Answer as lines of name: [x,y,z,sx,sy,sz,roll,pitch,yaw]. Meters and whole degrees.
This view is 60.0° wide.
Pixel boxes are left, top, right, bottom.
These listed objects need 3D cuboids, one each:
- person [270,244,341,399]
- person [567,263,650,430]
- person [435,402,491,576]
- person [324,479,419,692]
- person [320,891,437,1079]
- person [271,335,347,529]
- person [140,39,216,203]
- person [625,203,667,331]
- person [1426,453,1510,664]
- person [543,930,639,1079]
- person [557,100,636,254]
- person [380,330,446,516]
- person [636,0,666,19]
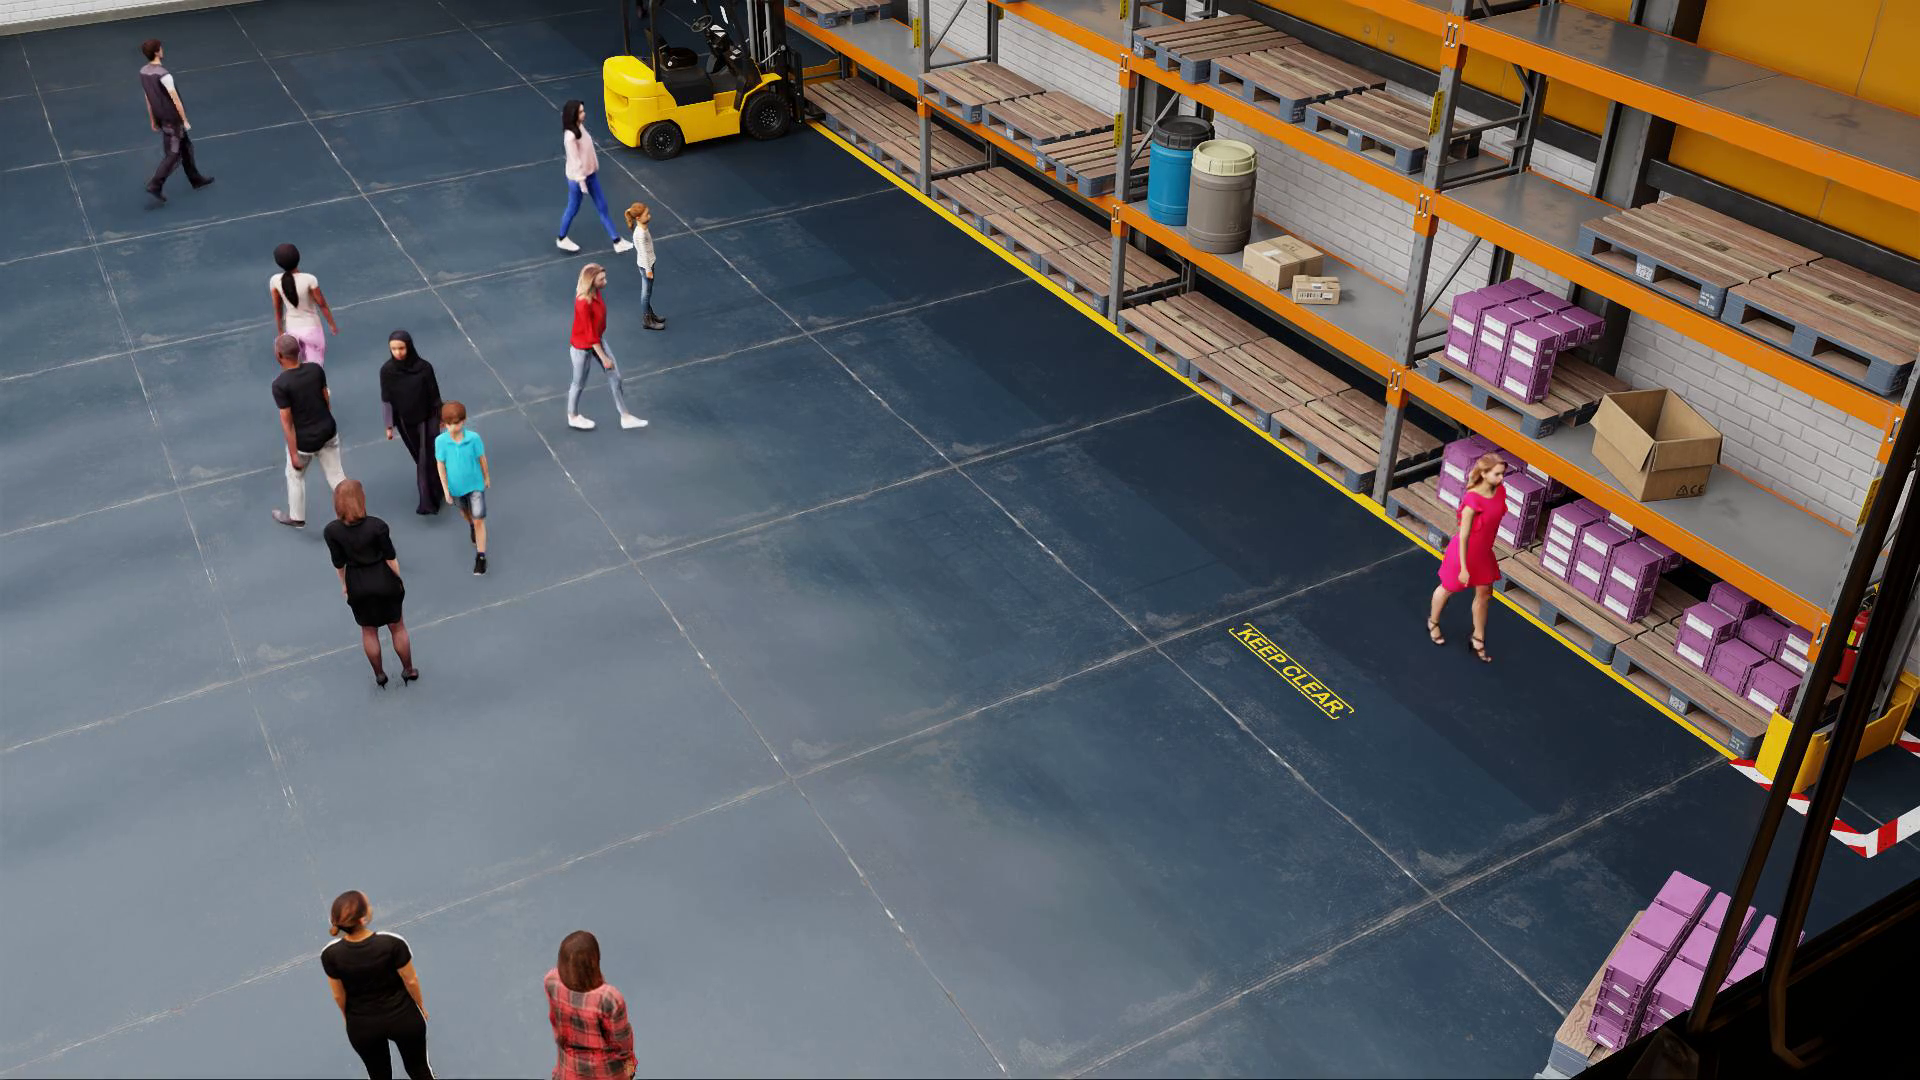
person: [-5.859,-1.780,14.813,0.875,1.717,1.001,3,34,4]
person: [-3.352,-1.678,14.719,1.046,1.652,0.994,7,34,11]
person: [-3.907,-0.489,13.145,0.773,1.413,1.042,-5,34,-8]
person: [-4.118,0.327,11.654,0.649,1.705,0.614,-5,34,-8]
person: [-2.951,2.437,8.513,0.642,1.668,0.621,-5,34,-8]
person: [-5.076,-0.759,13.227,1.168,1.772,0.999,18,38,25]
person: [-9.269,-4.843,19.332,1.170,1.817,1.002,22,40,30]
person: [-3.148,-2.746,16.629,0.602,1.316,0.524,-4,34,-6]
person: [3.630,0.060,12.056,0.599,1.705,0.790,-20,38,-27]
person: [-1.852,2.608,8.239,0.949,1.687,0.994,10,35,15]
person: [-4.170,-3.883,17.981,1.220,1.713,1.183,7,34,11]
person: [-4.496,-1.049,13.818,0.981,1.601,1.223,-1,34,-1]
person: [-4.914,-8.939,25.513,1.108,1.796,1.220,5,34,7]
